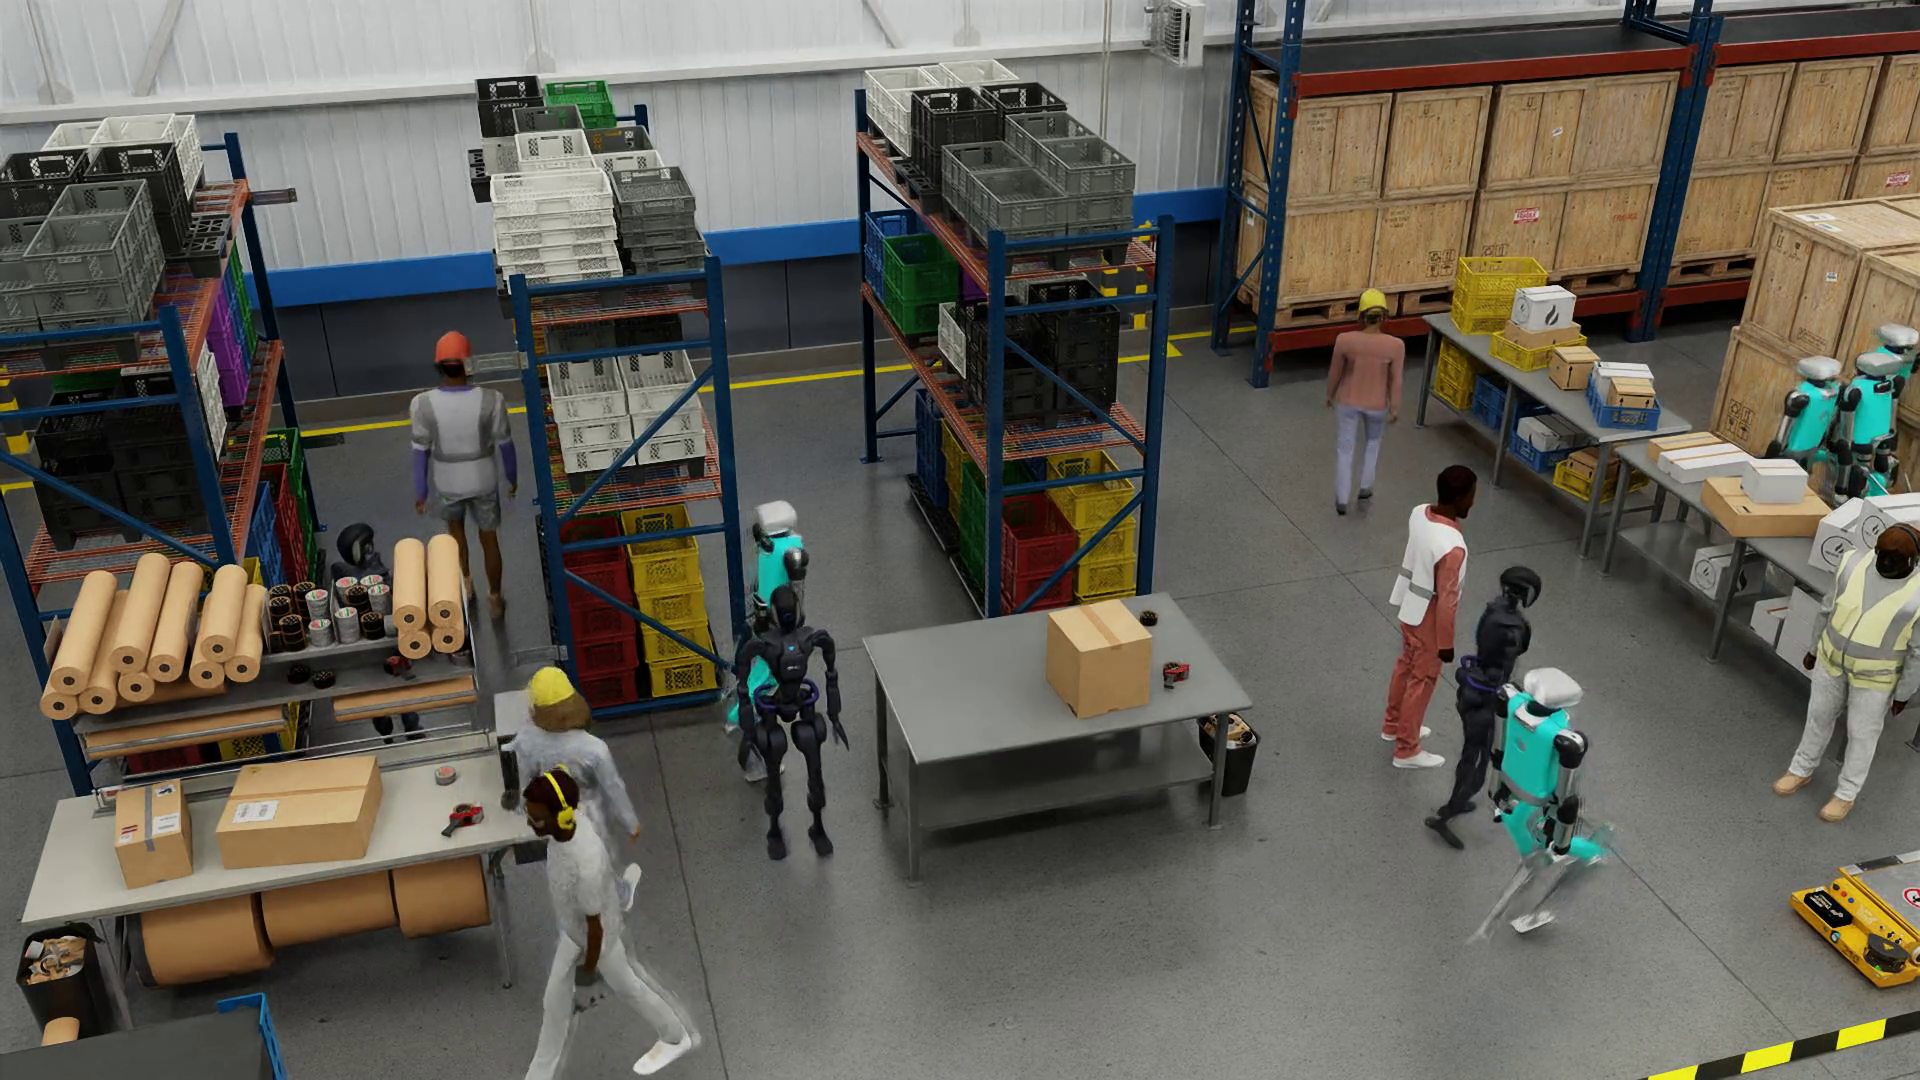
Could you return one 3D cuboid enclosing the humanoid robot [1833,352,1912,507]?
[{"bbox_3d":[6.260,-0.327,11.246,0.543,1.759,0.838,-13,32,-23],"label":"humanoid robot"}]

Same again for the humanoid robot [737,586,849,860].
[{"bbox_3d":[-0.903,0.984,8.901,0.600,1.653,0.332,-10,30,-17],"label":"humanoid robot"}]

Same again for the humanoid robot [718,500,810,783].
[{"bbox_3d":[-1.195,0.665,9.437,0.776,1.785,0.549,-16,33,-26],"label":"humanoid robot"}]

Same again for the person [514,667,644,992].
[{"bbox_3d":[-1.844,1.361,8.211,0.544,1.677,0.911,10,30,17],"label":"person"}]

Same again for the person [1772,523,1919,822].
[{"bbox_3d":[4.998,0.719,9.236,0.429,1.834,0.630,-17,33,-28],"label":"person"}]

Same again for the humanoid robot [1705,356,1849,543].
[{"bbox_3d":[5.584,-0.533,11.614,0.534,1.760,0.810,-15,32,-25],"label":"humanoid robot"}]

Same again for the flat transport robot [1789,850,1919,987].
[{"bbox_3d":[5.163,1.916,8.676,1.431,0.231,0.659,-8,30,-14],"label":"flat transport robot"}]

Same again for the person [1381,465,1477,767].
[{"bbox_3d":[2.706,0.439,9.663,0.394,1.910,0.592,-2,29,-3],"label":"person"}]

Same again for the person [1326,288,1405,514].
[{"bbox_3d":[3.045,-1.073,12.576,0.549,1.742,0.616,7,30,13],"label":"person"}]

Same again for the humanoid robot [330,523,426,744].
[{"bbox_3d":[-3.313,0.645,9.515,0.589,1.651,0.323,11,31,19],"label":"humanoid robot"}]

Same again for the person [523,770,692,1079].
[{"bbox_3d":[-1.667,1.768,7.335,0.985,1.810,0.531,-18,34,-30],"label":"person"}]

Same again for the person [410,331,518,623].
[{"bbox_3d":[-3.291,-0.403,11.085,0.693,2.016,0.571,-8,30,-14],"label":"person"}]

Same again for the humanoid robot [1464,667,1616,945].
[{"bbox_3d":[2.948,1.336,8.216,0.797,1.784,0.553,-14,32,-24],"label":"humanoid robot"}]

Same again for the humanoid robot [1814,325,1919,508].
[{"bbox_3d":[6.401,-0.810,12.125,0.538,1.748,0.924,-11,31,-20],"label":"humanoid robot"}]

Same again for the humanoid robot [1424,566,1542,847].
[{"bbox_3d":[2.846,0.874,9.119,0.445,1.644,0.613,3,29,5],"label":"humanoid robot"}]

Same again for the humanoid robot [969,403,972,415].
[{"bbox_3d":[0.328,-1.674,13.748,0.513,1.638,0.591,-4,29,-7],"label":"humanoid robot"}]
